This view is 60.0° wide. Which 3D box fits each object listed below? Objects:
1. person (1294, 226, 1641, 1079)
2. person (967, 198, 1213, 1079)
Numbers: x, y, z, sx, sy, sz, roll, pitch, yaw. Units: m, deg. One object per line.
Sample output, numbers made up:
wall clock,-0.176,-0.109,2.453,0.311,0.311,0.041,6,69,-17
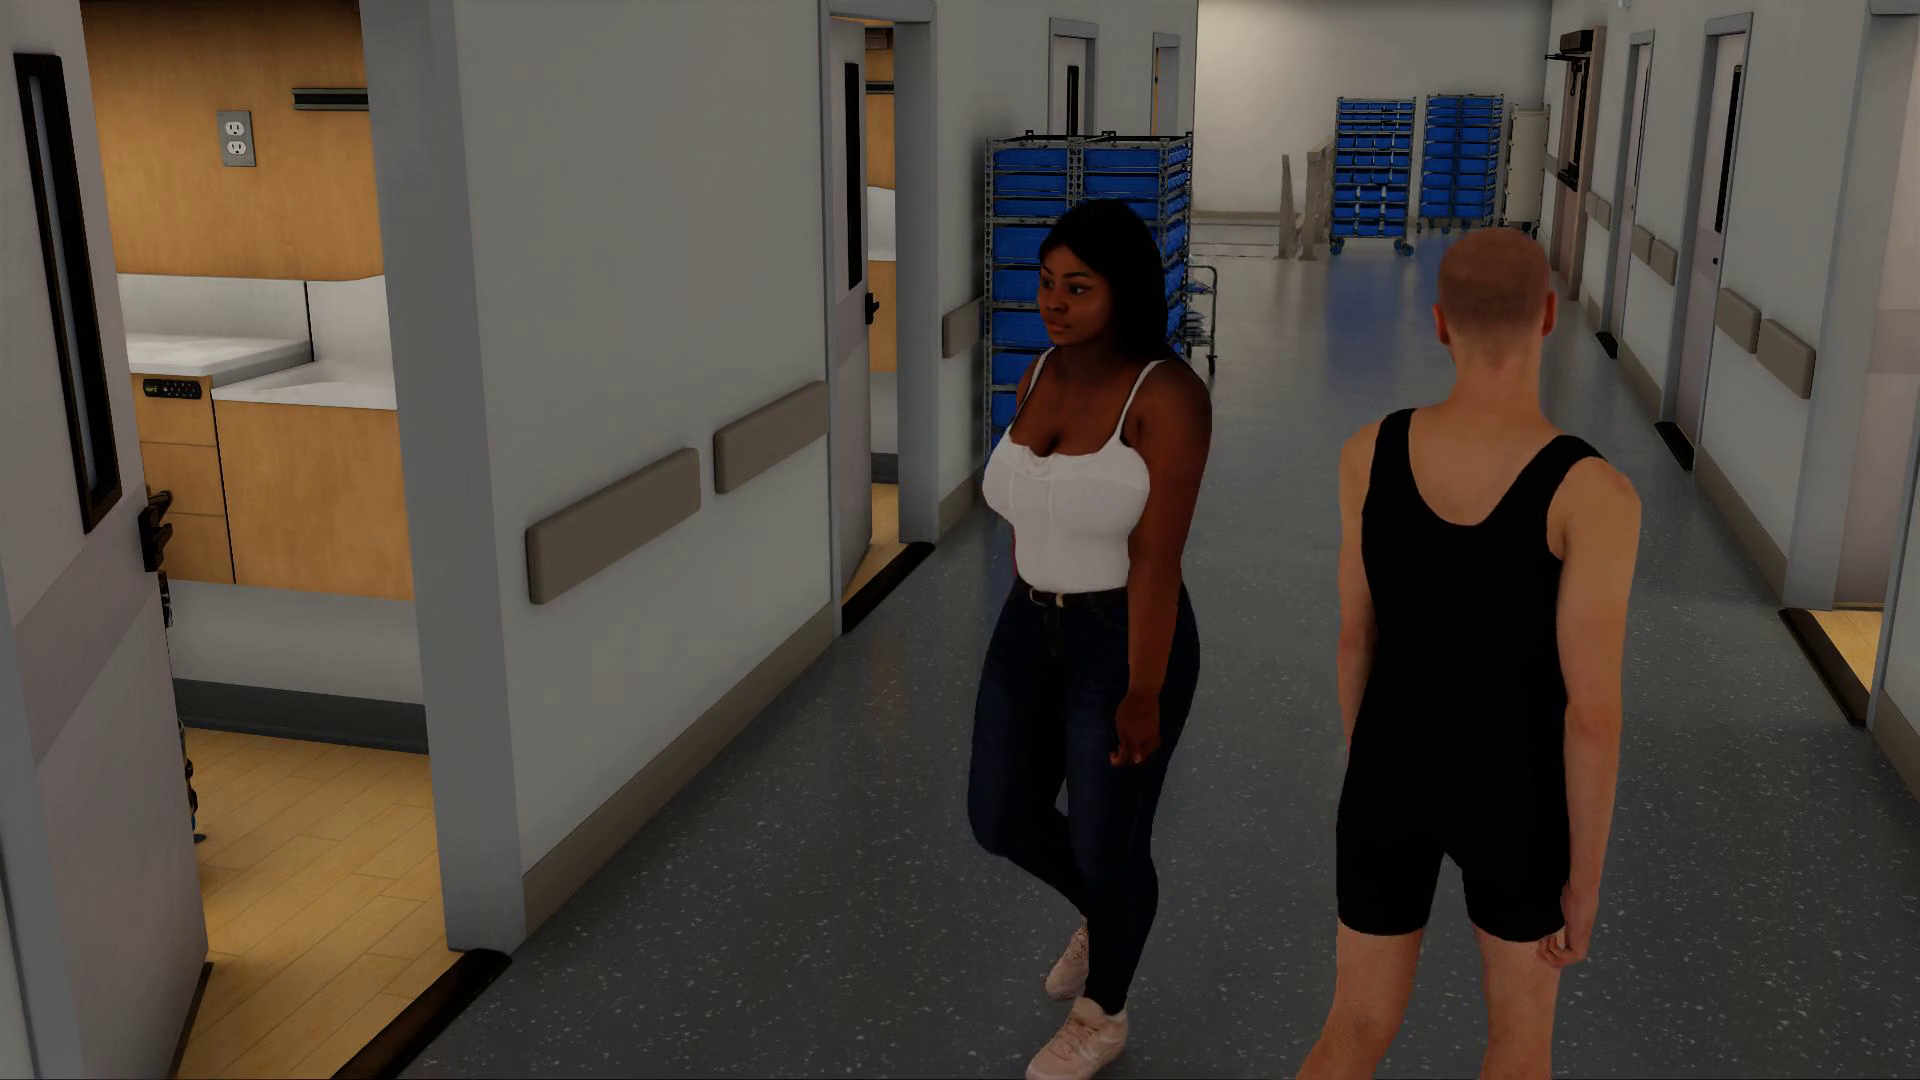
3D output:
person,0.708,0.454,2.567,0.909,1.784,1.164,12,20,37
person,0.334,0.228,3.353,0.864,1.792,0.802,-14,21,-40
